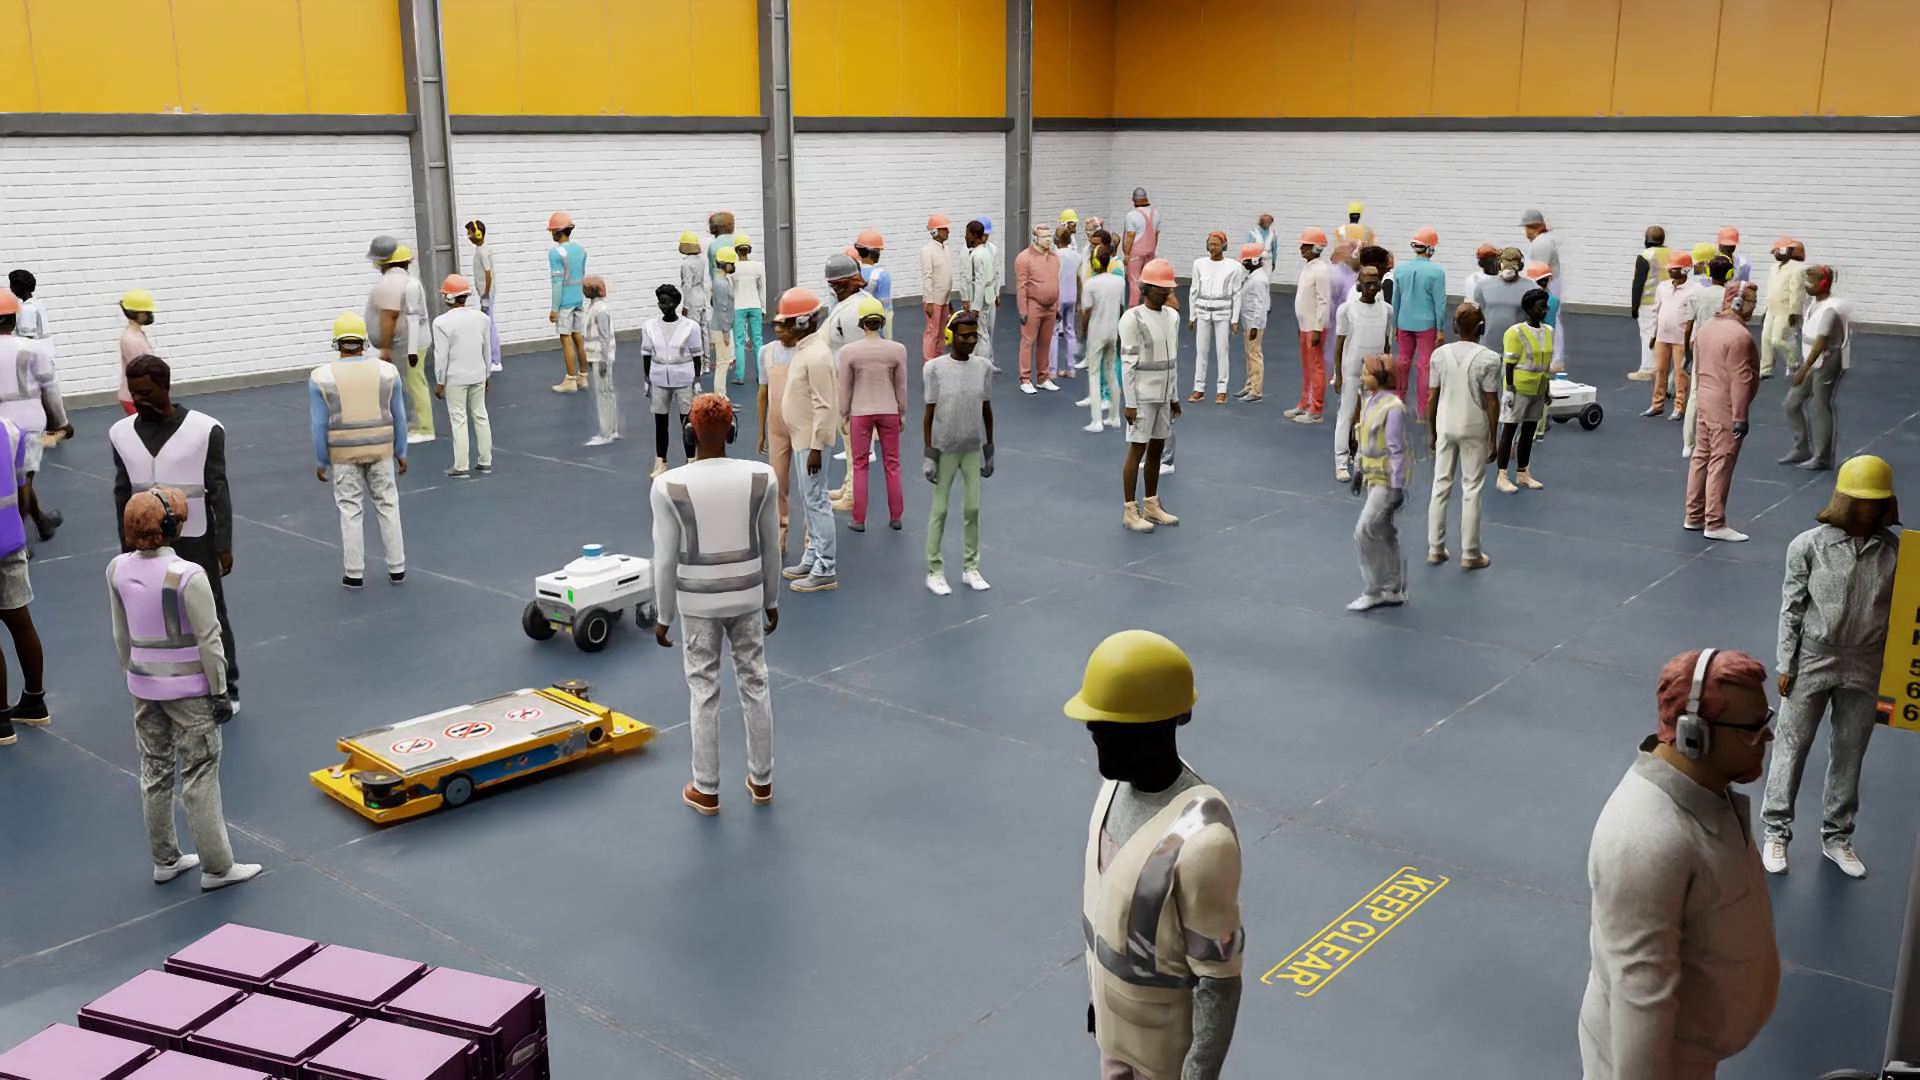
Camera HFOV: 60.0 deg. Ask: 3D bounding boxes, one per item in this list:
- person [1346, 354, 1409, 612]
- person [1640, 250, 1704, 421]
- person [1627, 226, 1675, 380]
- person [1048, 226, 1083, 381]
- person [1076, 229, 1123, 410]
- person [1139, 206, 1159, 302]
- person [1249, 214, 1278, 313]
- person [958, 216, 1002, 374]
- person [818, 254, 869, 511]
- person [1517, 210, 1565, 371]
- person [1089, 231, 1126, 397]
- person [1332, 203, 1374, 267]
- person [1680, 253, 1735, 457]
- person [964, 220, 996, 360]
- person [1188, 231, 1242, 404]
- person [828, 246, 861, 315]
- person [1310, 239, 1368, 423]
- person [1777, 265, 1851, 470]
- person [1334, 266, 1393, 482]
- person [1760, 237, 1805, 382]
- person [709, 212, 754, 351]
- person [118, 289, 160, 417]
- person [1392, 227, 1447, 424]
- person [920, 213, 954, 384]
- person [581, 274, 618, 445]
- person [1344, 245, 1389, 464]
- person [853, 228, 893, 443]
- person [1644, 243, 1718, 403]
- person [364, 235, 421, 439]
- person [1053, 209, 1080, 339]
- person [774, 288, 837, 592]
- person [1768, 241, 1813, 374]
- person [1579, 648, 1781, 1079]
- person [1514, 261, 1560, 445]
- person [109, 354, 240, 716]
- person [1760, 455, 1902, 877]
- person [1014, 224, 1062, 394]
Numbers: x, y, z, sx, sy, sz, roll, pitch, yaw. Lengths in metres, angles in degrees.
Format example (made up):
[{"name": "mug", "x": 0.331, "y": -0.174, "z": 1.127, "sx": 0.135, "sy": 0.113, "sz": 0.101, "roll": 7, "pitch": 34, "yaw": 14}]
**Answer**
[{"name": "person", "x": 2.596, "y": -0.351, "z": 10.395, "sx": 0.549, "sy": 1.622, "sz": 0.560, "roll": -1, "pitch": 14, "yaw": -4}, {"name": "person", "x": 7.376, "y": -2.110, "z": 17.190, "sx": 0.326, "sy": 1.748, "sz": 0.573, "roll": -9, "pitch": 17, "yaw": -32}, {"name": "person", "x": 8.313, "y": -2.838, "z": 19.987, "sx": 0.675, "sy": 1.826, "sz": 0.482, "roll": -7, "pitch": 15, "yaw": -25}, {"name": "person", "x": 1.223, "y": -2.828, "z": 19.903, "sx": 0.518, "sy": 1.834, "sz": 0.347, "roll": -7, "pitch": 16, "yaw": -28}, {"name": "person", "x": 1.525, "y": -2.348, "z": 17.848, "sx": 0.376, "sy": 1.897, "sz": 0.600, "roll": -8, "pitch": 16, "yaw": -28}, {"name": "person", "x": 3.123, "y": -4.914, "z": 28.394, "sx": 0.572, "sy": 1.750, "sz": 0.368, "roll": 8, "pitch": 16, "yaw": 30}, {"name": "person", "x": 4.940, "y": -4.521, "z": 27.176, "sx": 0.492, "sy": 1.583, "sz": 0.908, "roll": -1, "pitch": 14, "yaw": -2}, {"name": "person", "x": 0.251, "y": -2.965, "z": 20.250, "sx": 0.619, "sy": 1.933, "sz": 0.420, "roll": -13, "pitch": 19, "yaw": -41}, {"name": "person", "x": -0.929, "y": -1.258, "z": 13.201, "sx": 0.536, "sy": 2.000, "sz": 0.676, "roll": -1, "pitch": 14, "yaw": -2}, {"name": "person", "x": 7.252, "y": -3.137, "z": 20.708, "sx": 0.716, "sy": 2.000, "sz": 0.694, "roll": 3, "pitch": 14, "yaw": 11}, {"name": "person", "x": 1.678, "y": -2.542, "z": 18.731, "sx": 0.341, "sy": 1.846, "sz": 0.510, "roll": -3, "pitch": 14, "yaw": -10}, {"name": "person", "x": 5.773, "y": -4.013, "z": 24.528, "sx": 0.617, "sy": 1.872, "sz": 0.980, "roll": 1, "pitch": 14, "yaw": 4}, {"name": "person", "x": 6.859, "y": -1.668, "z": 15.185, "sx": 0.520, "sy": 1.873, "sz": 0.328, "roll": 11, "pitch": 18, "yaw": 38}, {"name": "person", "x": 0.232, "y": -2.775, "z": 19.510, "sx": 0.372, "sy": 1.916, "sz": 0.597, "roll": 1, "pitch": 14, "yaw": 5}, {"name": "person", "x": 2.782, "y": -2.434, "z": 18.223, "sx": 0.573, "sy": 1.883, "sz": 0.355, "roll": 6, "pitch": 15, "yaw": 23}, {"name": "person", "x": -1.126, "y": -2.269, "z": 17.825, "sx": 0.569, "sy": 1.749, "sz": 0.332, "roll": 4, "pitch": 15, "yaw": 15}, {"name": "person", "x": 3.919, "y": -2.150, "z": 17.153, "sx": 0.404, "sy": 1.872, "sz": 0.855, "roll": 13, "pitch": 19, "yaw": 42}, {"name": "person", "x": 7.510, "y": -1.501, "z": 14.626, "sx": 0.552, "sy": 1.817, "sz": 0.579, "roll": 2, "pitch": 14, "yaw": 6}, {"name": "person", "x": 3.448, "y": -1.418, "z": 14.238, "sx": 0.511, "sy": 1.845, "sz": 0.341, "roll": -3, "pitch": 14, "yaw": -11}, {"name": "person", "x": 9.692, "y": -2.720, "z": 19.706, "sx": 0.461, "sy": 1.705, "sz": 0.587, "roll": -2, "pitch": 14, "yaw": -8}, {"name": "person", "x": -3.053, "y": -3.443, "z": 22.296, "sx": 0.817, "sy": 1.854, "sz": 0.607, "roll": 8, "pitch": 16, "yaw": 30}, {"name": "person", "x": -6.472, "y": -1.114, "z": 13.214, "sx": 0.370, "sy": 1.756, "sz": 0.522, "roll": -5, "pitch": 15, "yaw": -19}, {"name": "person", "x": 4.696, "y": -2.188, "z": 17.007, "sx": 0.378, "sy": 1.995, "sz": 0.609, "roll": -12, "pitch": 19, "yaw": -41}, {"name": "person", "x": -0.256, "y": -2.812, "z": 19.568, "sx": 0.375, "sy": 1.964, "sz": 0.612, "roll": 6, "pitch": 15, "yaw": 23}, {"name": "person", "x": -3.445, "y": -1.727, "z": 15.906, "sx": 0.310, "sy": 1.636, "sz": 0.523, "roll": -5, "pitch": 15, "yaw": -18}, {"name": "person", "x": 3.646, "y": -1.666, "z": 14.981, "sx": 0.369, "sy": 1.967, "sz": 0.601, "roll": -1, "pitch": 14, "yaw": -5}, {"name": "person", "x": -0.871, "y": -1.963, "z": 16.012, "sx": 0.609, "sy": 2.044, "sz": 0.394, "roll": 11, "pitch": 18, "yaw": 38}, {"name": "person", "x": 7.958, "y": -2.314, "z": 17.965, "sx": 0.879, "sy": 1.775, "sz": 0.611, "roll": 7, "pitch": 16, "yaw": 25}, {"name": "person", "x": -5.414, "y": -1.949, "z": 15.962, "sx": 0.576, "sy": 2.000, "sz": 0.724, "roll": -3, "pitch": 14, "yaw": -11}, {"name": "person", "x": 1.540, "y": -3.804, "z": 23.795, "sx": 0.403, "sy": 1.833, "sz": 0.591, "roll": 6, "pitch": 15, "yaw": 22}, {"name": "person", "x": -0.999, "y": -0.655, "z": 10.903, "sx": 0.394, "sy": 1.983, "sz": 0.625, "roll": -3, "pitch": 14, "yaw": -13}, {"name": "person", "x": 10.099, "y": -2.822, "z": 20.278, "sx": 0.507, "sy": 1.630, "sz": 0.268, "roll": 10, "pitch": 17, "yaw": 35}, {"name": "person", "x": 1.623, "y": 1.163, "z": 3.796, "sx": 0.403, "sy": 1.911, "sz": 0.637, "roll": 8, "pitch": 16, "yaw": 30}, {"name": "person", "x": 5.476, "y": -1.781, "z": 15.878, "sx": 0.322, "sy": 1.749, "sz": 0.560, "roll": 11, "pitch": 18, "yaw": 38}, {"name": "person", "x": -3.978, "y": -0.002, "z": 8.463, "sx": 0.611, "sy": 1.905, "sz": 0.413, "roll": 1, "pitch": 14, "yaw": 6}, {"name": "person", "x": 3.551, "y": 0.515, "z": 6.719, "sx": 0.487, "sy": 1.744, "sz": 0.294, "roll": 2, "pitch": 14, "yaw": 7}, {"name": "person", "x": 0.921, "y": -2.637, "z": 18.981, "sx": 0.636, "sy": 1.911, "sz": 0.405, "roll": -12, "pitch": 18, "yaw": -39}]
